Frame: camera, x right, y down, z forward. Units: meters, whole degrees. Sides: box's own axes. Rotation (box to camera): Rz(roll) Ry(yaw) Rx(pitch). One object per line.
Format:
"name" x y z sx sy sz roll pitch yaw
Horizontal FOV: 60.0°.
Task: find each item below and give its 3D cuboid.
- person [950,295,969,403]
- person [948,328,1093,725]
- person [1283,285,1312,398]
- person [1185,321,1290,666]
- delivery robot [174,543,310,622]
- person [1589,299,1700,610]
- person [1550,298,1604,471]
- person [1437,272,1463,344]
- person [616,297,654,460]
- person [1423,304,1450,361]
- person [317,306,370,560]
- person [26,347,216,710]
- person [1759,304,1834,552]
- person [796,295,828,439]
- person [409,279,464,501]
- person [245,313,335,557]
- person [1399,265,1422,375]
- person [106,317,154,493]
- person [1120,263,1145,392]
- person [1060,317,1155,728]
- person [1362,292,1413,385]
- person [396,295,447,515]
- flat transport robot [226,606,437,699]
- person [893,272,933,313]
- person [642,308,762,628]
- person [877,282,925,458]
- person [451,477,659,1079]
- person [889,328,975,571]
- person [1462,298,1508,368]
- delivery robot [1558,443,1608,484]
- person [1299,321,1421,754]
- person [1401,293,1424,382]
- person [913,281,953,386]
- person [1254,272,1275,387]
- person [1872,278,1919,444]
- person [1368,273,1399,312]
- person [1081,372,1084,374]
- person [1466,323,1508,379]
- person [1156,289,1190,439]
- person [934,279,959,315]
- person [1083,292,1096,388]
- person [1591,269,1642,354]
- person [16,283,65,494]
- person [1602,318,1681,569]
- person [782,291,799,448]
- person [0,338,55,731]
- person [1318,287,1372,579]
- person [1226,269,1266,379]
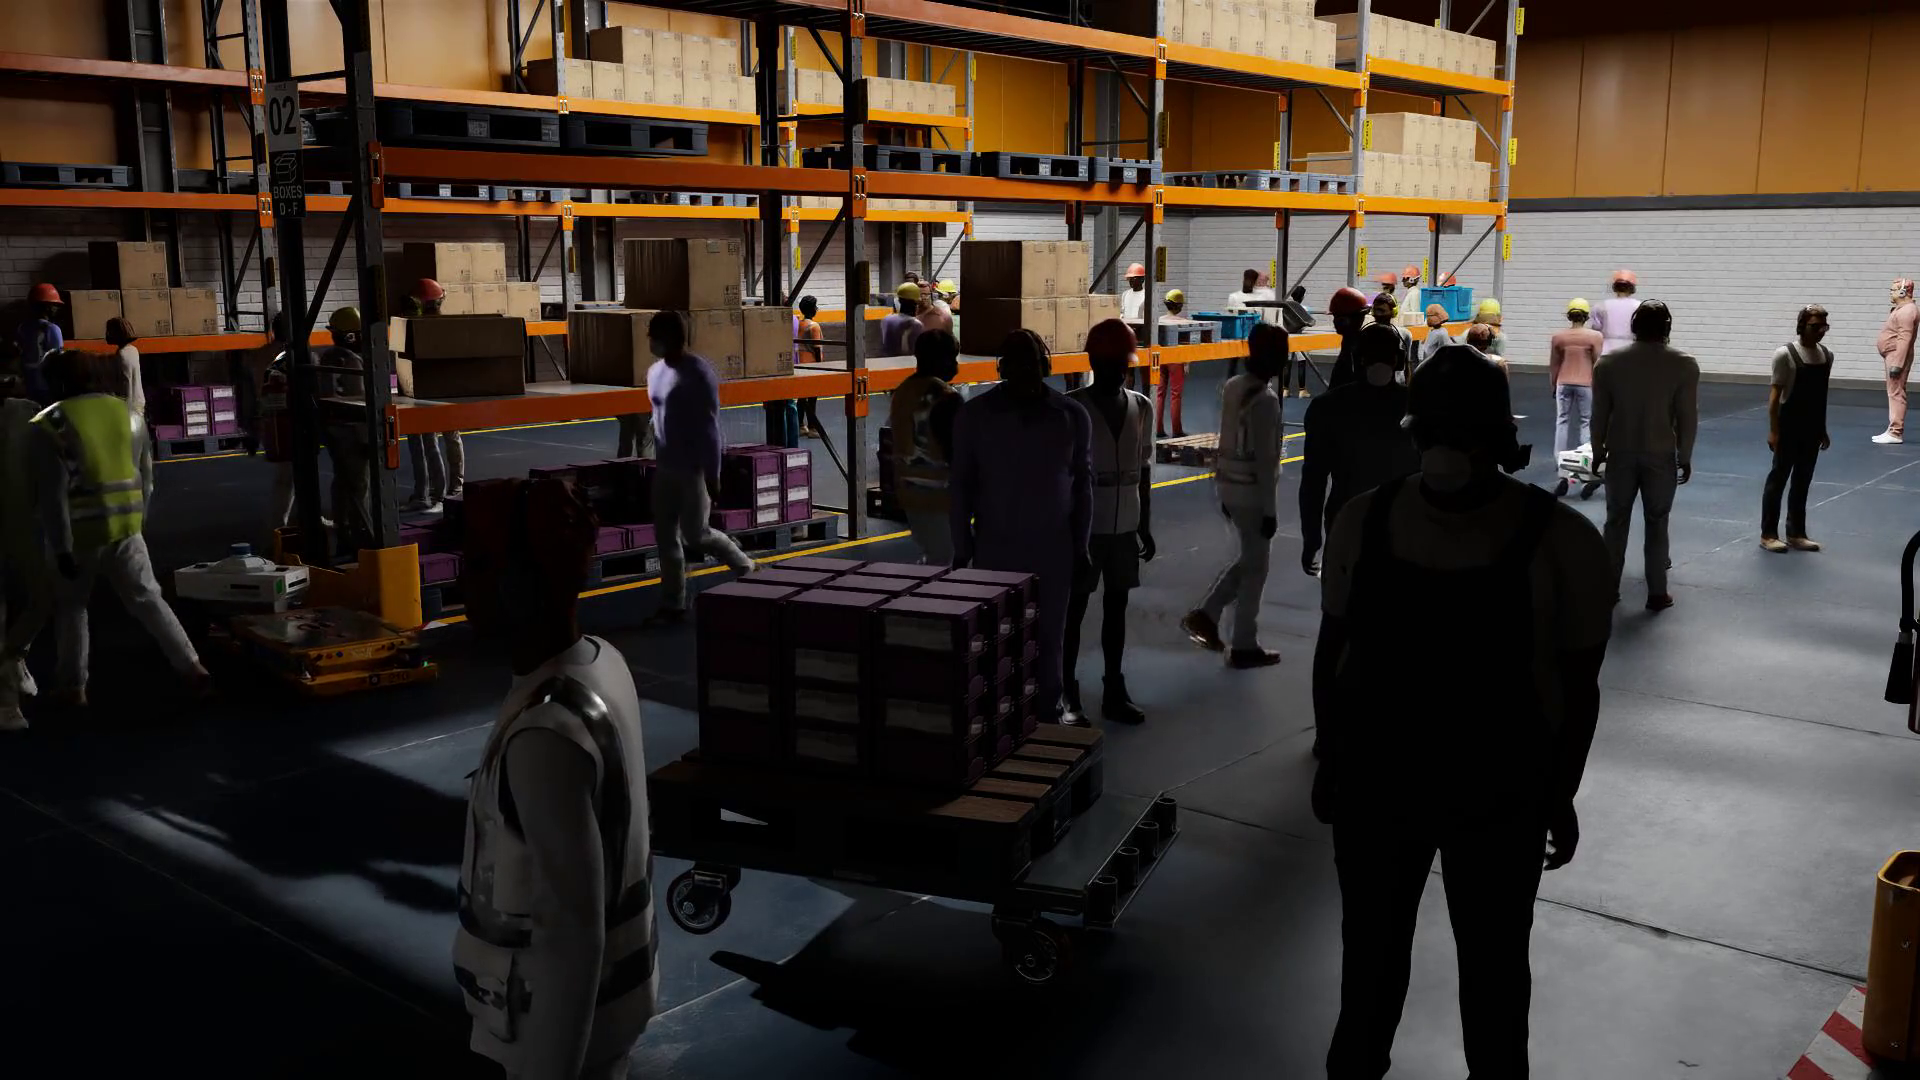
"person" -0.017 -2.421 22.052 0.507 1.632 0.268 5 11 25
"person" 0.276 0.026 7.341 0.651 1.906 0.409 -1 10 -7
"person" 5.065 -2.976 25.032 0.533 1.695 0.319 7 12 35
"person" 1.545 -0.230 8.893 0.446 1.870 0.599 -2 10 -12
"delivery robot" -4.126 0.262 9.576 0.707 0.478 0.477 2 10 11
"person" 4.269 -0.532 10.430 0.630 1.938 0.369 6 12 32
"person" 6.193 -1.546 16.720 0.535 1.762 0.333 8 13 40
"person" 6.650 -2.698 22.791 0.541 1.932 0.382 8 13 39
"person" -2.746 -1.182 14.192 0.584 1.917 0.381 7 12 34
"person" 5.342 -1.842 18.752 0.278 1.633 0.498 -1 10 -4
"person" -4.420 -0.776 12.114 0.404 1.835 0.587 -9 13 -41
"person" -4.101 -0.029 8.045 0.961 1.803 0.639 5 11 27
"person" 6.240 -0.826 12.368 0.517 1.842 0.327 -3 10 -15
"person" -1.790 -2.056 19.789 0.315 1.696 0.541 -7 12 -34
"person" -4.646 -1.308 14.715 0.610 1.985 0.393 4 11 23
"person" -4.953 -0.804 12.411 0.619 1.787 0.934 4 11 23
"person" 6.702 -3.077 24.756 0.394 1.994 0.612 2 10 12
"person" -7.551 -1.202 15.112 0.266 1.631 0.507 -3 10 -15
"person" 2.427 -2.795 23.016 0.373 2.044 0.608 -9 14 -43
"person" 0.683 -0.077 7.849 0.542 1.936 0.364 -4 11 -23
"person" 3.747 -1.262 14.795 0.535 1.865 0.312 3 10 18
"person" -4.579 -1.134 14.127 0.564 1.865 0.358 7 12 33
"flat transport robot" -3.398 0.566 8.921 0.652 0.197 1.431 -8 13 -38
"person" -0.666 -2.787 23.321 0.587 1.920 0.379 3 10 16
"person" -1.558 -0.436 9.958 0.716 1.910 0.643 -9 14 -43
"person" -0.574 -1.663 16.931 0.649 1.917 0.505 9 13 41
"person" -0.692 0.823 2.865 0.344 1.882 0.584 -1 10 -7
"person" -0.126 -0.193 8.779 0.439 1.835 0.644 -5 11 -25
"person" 5.529 -1.673 17.522 0.501 1.728 0.375 9 14 43
"delivery robot" 5.784 -0.713 15.127 0.707 0.478 0.477 -6 12 -31
"person" 1.824 0.000 7.395 0.636 1.939 0.364 1 10 5
"person" 7.456 -3.351 27.475 0.526 1.584 0.884 5 11 24
"person" -0.381 -1.798 17.725 0.650 1.906 0.401 -1 10 -5
"person" 4.813 -3.353 26.679 0.868 1.875 0.645 -7 12 -36
"person" 10.826 -2.065 19.245 0.409 1.907 0.651 5 11 29
"person" 6.469 -3.157 25.582 0.939 1.880 0.558 -7 12 -33
"person" 2.136 -3.874 29.940 0.300 1.772 0.532 2 10 10
"person" 4.284 -0.979 13.824 0.517 1.639 0.314 7 12 36
"person" 2.517 -2.086 19.767 0.526 1.768 0.331 10 14 44
"person" -0.209 -2.629 22.674 0.403 1.827 0.599 -3 11 -19
"person" 2.068 -3.133 26.209 0.513 1.597 0.851 2 10 12
"person" 7.612 -2.109 19.224 0.624 1.996 0.945 5 11 26
"person" -8.330 -1.374 15.232 0.551 1.933 0.373 5 11 26
"person" 4.816 -0.698 11.681 0.603 1.828 0.404 6 11 30
"person" -1.906 -1.761 17.711 0.387 1.835 0.570 5 11 26
"person" -4.575 -0.043 7.909 0.571 1.848 0.550 7 12 35
"person" 2.640 -0.712 11.304 0.392 1.990 0.612 3 11 19
"person" 4.317 -3.128 25.215 0.653 1.938 0.517 4 11 20
